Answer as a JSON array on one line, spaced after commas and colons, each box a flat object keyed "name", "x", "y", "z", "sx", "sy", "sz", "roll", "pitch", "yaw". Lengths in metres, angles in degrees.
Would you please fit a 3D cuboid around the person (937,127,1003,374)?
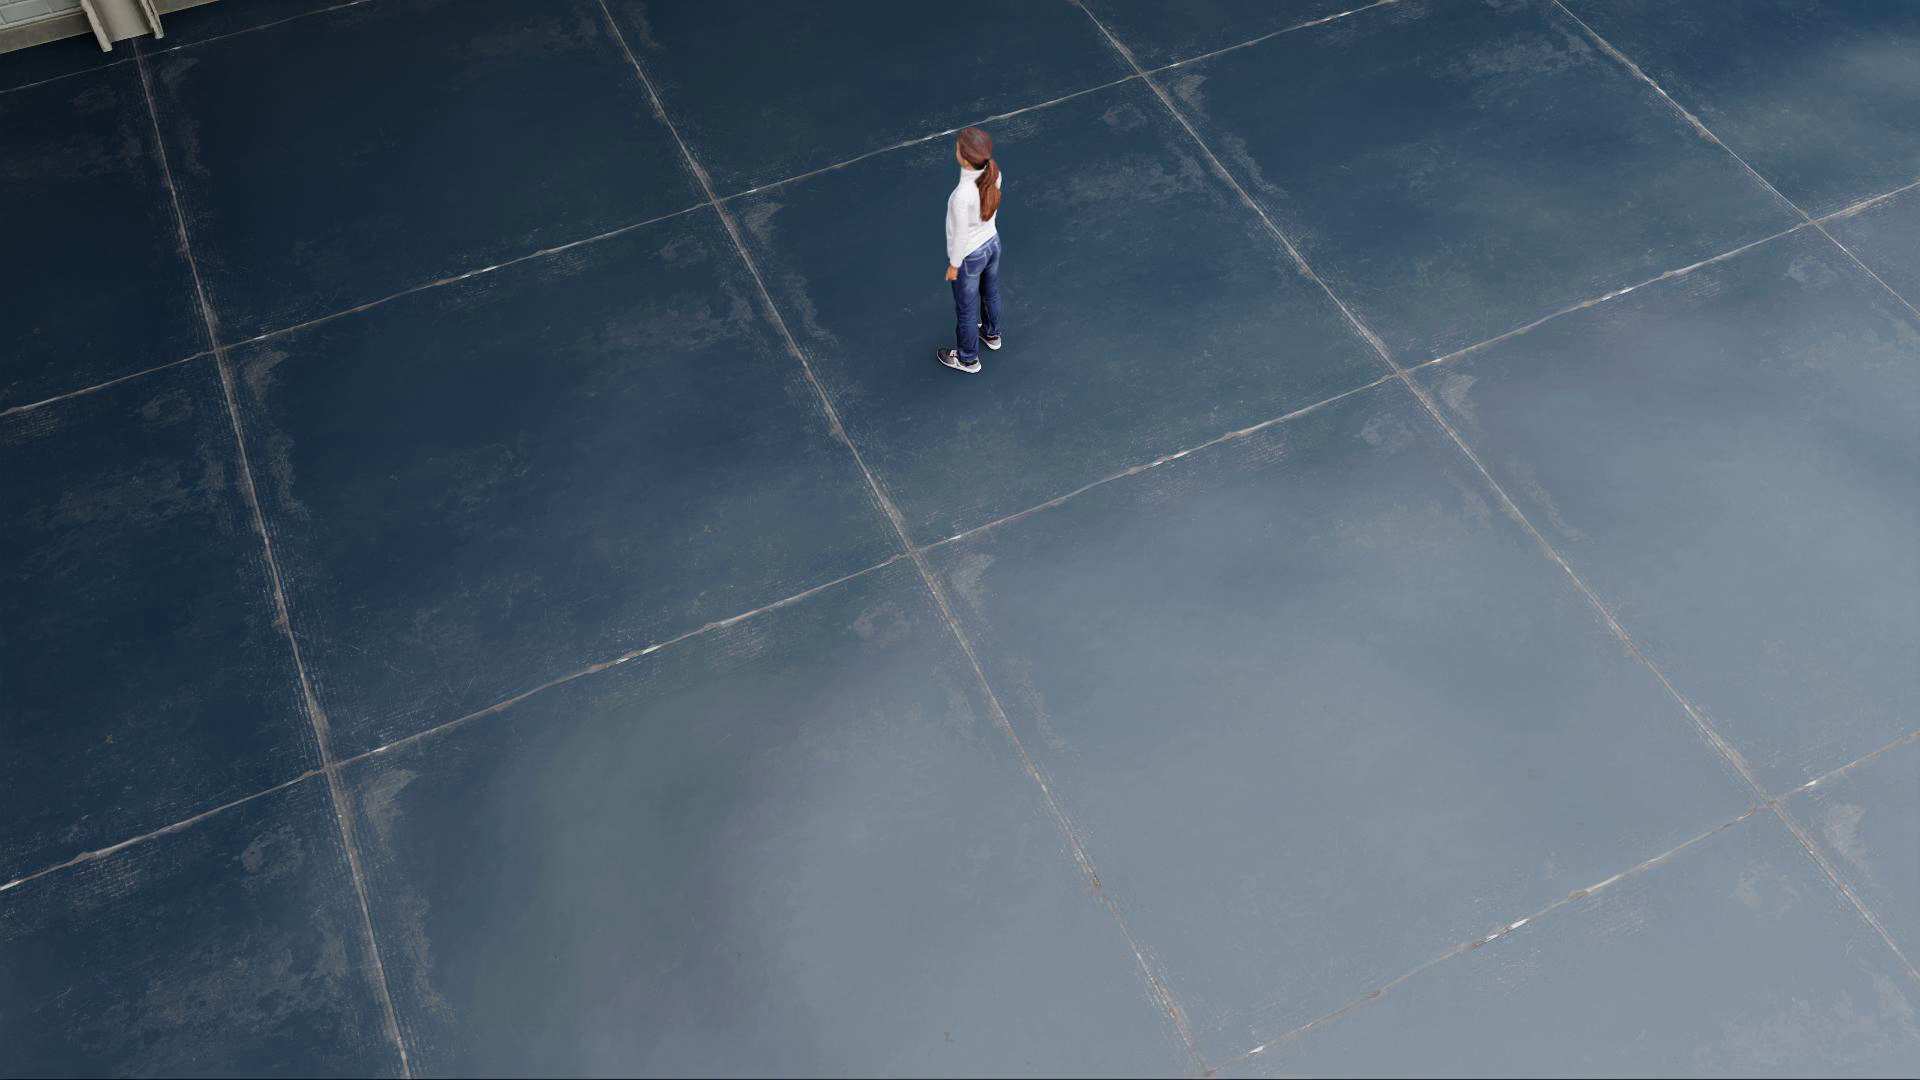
[{"name": "person", "x": 0.080, "y": -1.539, "z": 8.823, "sx": 0.676, "sy": 1.559, "sz": 0.588, "roll": 30, "pitch": 58, "yaw": 21}]
